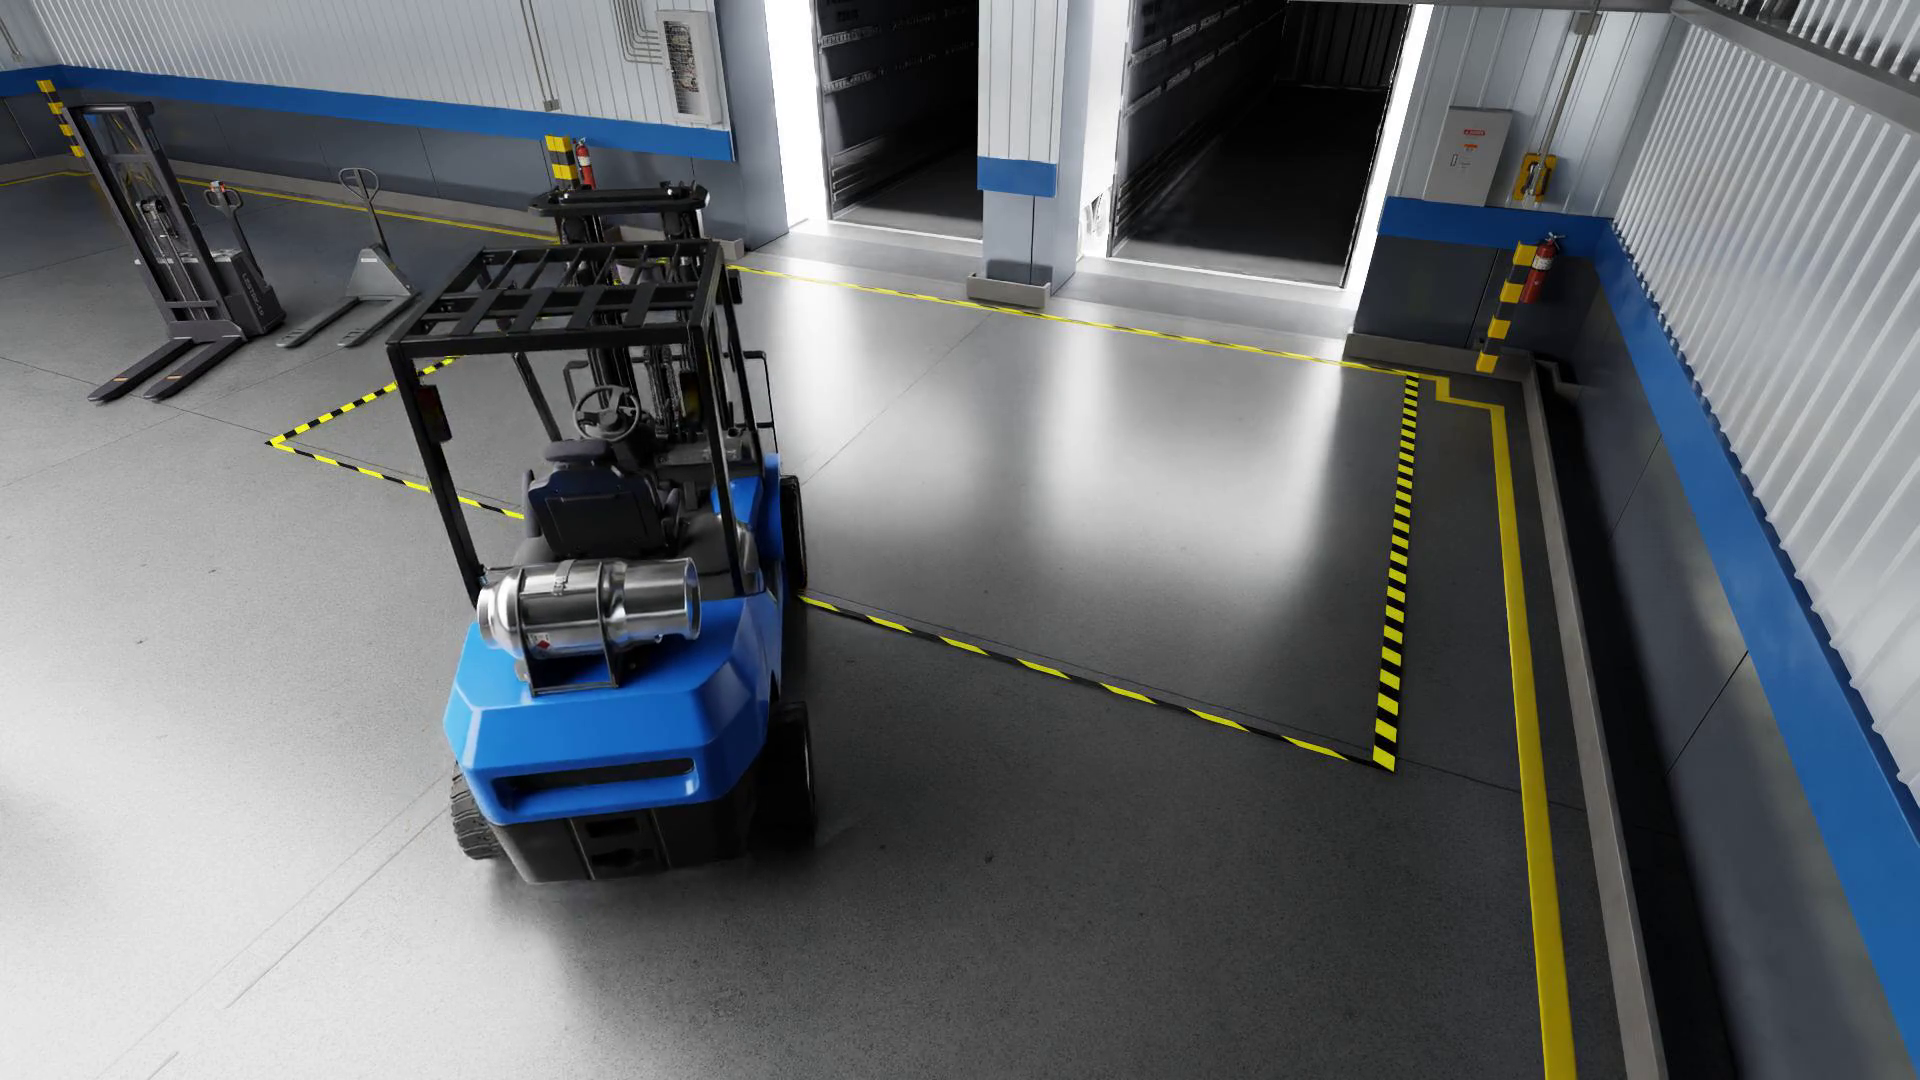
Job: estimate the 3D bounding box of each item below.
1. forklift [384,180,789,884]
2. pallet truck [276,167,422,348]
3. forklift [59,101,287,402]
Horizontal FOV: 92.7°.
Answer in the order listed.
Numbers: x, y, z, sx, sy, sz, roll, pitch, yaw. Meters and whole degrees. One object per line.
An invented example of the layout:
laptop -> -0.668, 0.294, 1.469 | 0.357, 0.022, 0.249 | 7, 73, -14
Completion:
forklift -> -1.441, -0.227, 4.034 | 1.157, 2.036, 2.680 | -5, 35, -7
pallet truck -> -5.732, -2.611, 8.414 | 0.680, 1.201, 1.601 | -1, 35, -1
forklift -> -6.686, -2.387, 7.434 | 0.823, 1.965, 1.885 | -3, 35, -5
